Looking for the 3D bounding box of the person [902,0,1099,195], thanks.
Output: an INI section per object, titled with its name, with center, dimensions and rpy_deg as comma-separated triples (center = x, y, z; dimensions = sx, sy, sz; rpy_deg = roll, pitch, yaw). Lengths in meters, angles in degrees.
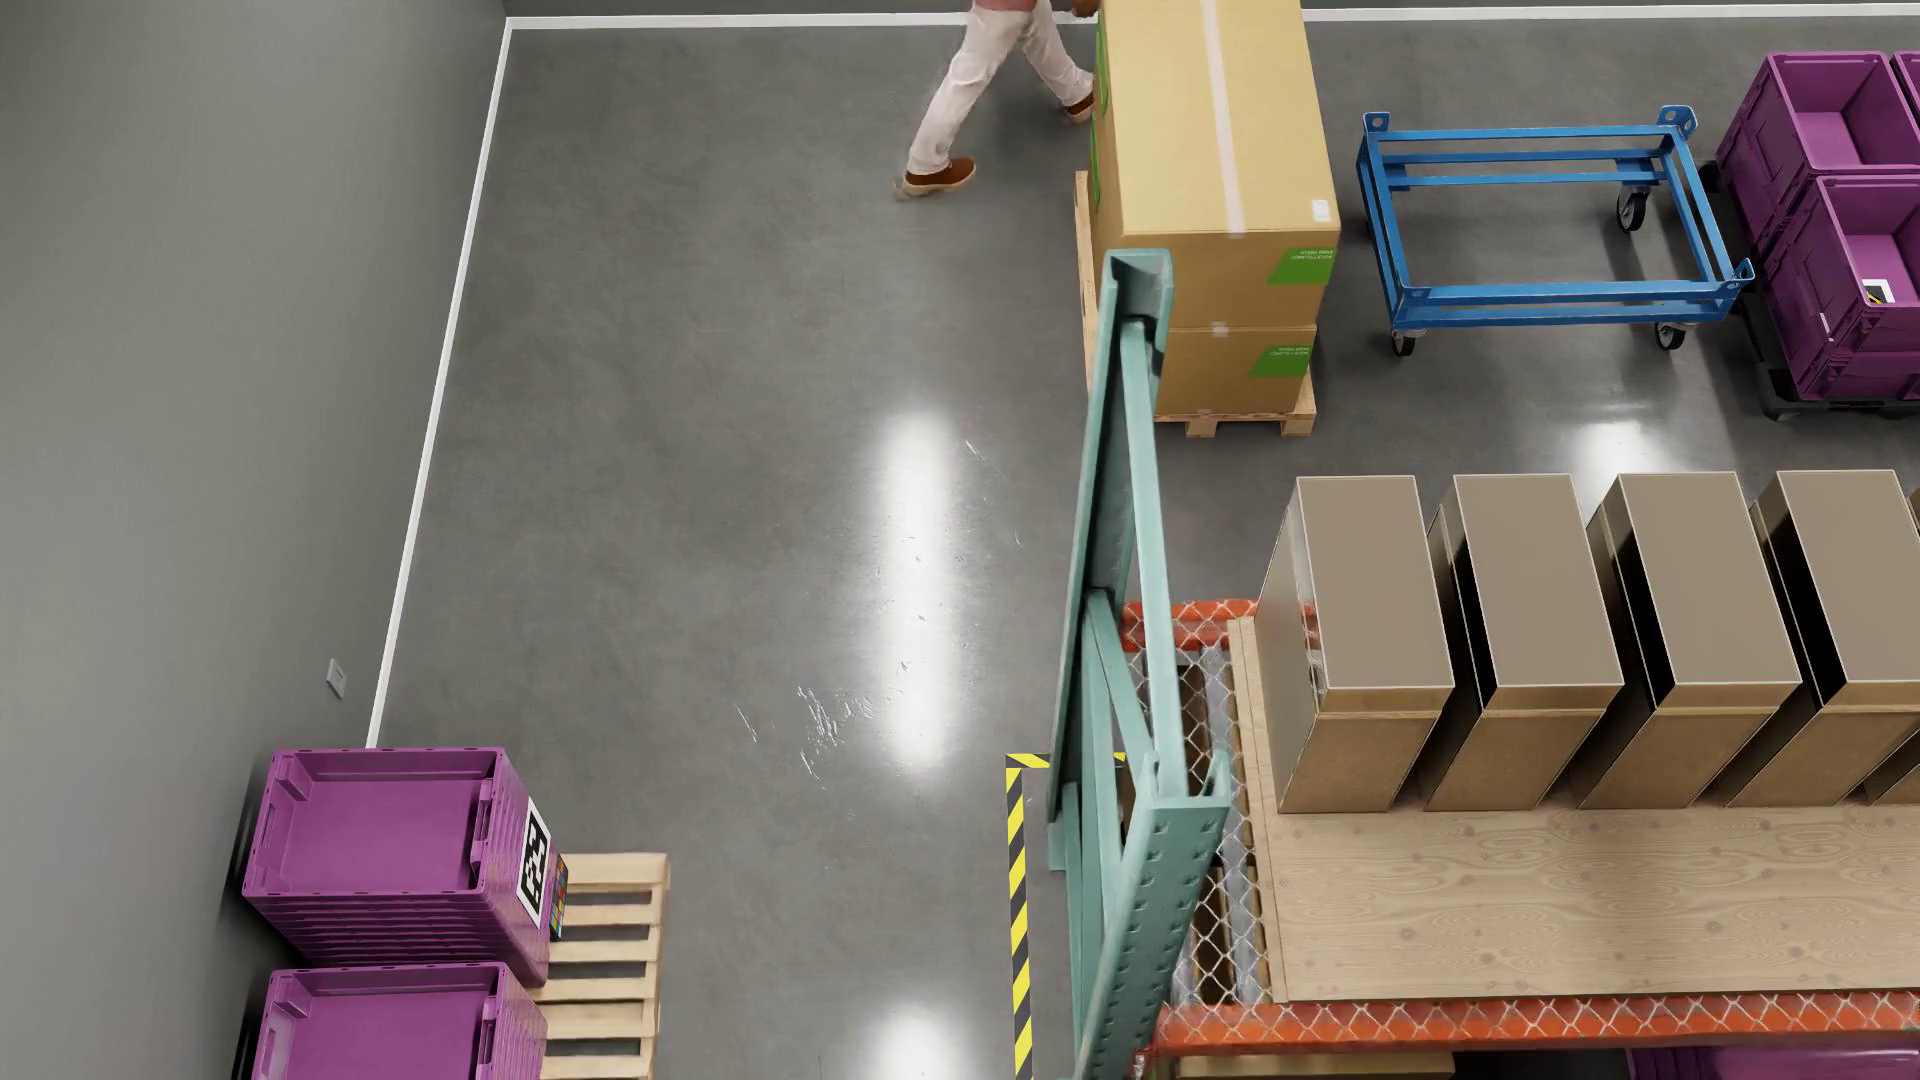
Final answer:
[person]
center = 0.222, -2.075, 5.973
dimensions = 1.072, 1.924, 0.598
rpy_deg = -17, 59, -11
